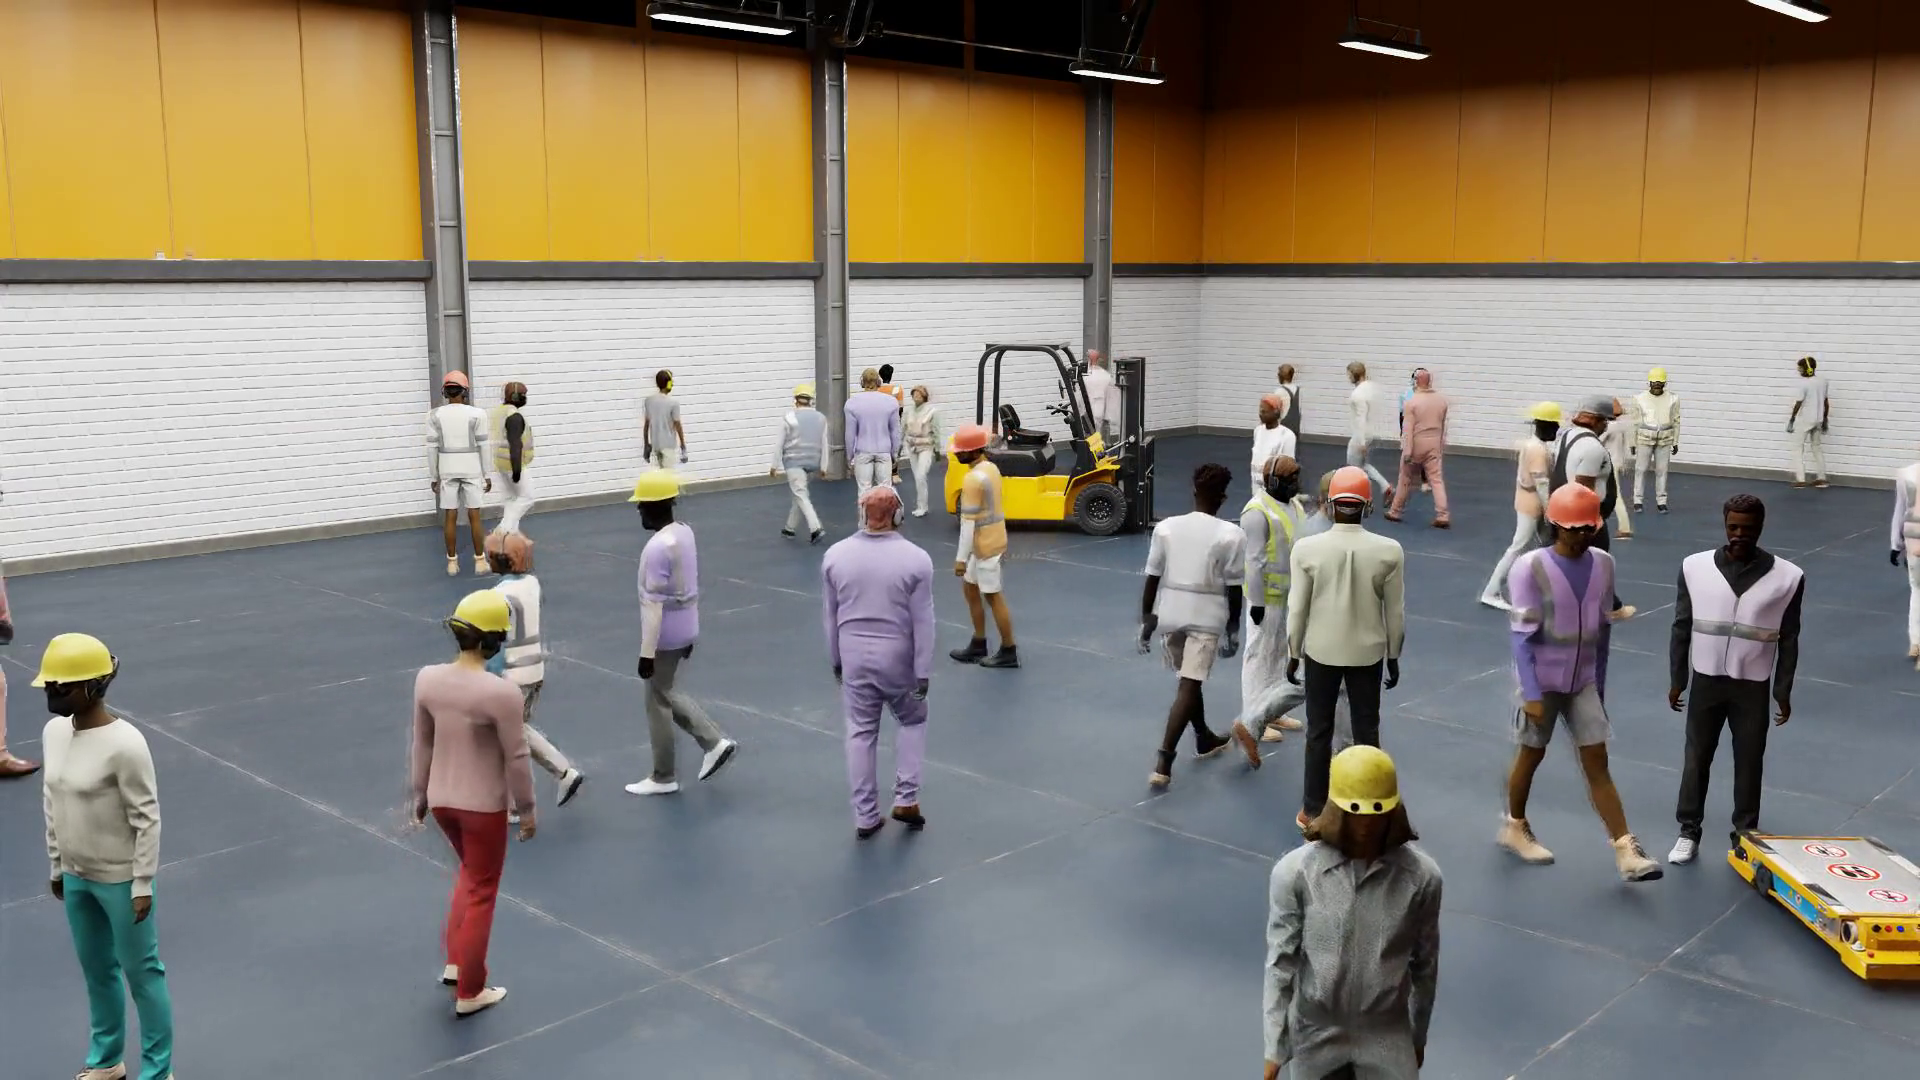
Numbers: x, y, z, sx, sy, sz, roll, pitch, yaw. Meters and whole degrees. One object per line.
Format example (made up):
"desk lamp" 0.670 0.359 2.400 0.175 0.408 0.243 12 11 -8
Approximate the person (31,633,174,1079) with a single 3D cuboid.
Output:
"person" -3.073 1.194 5.941 0.526 1.768 0.331 5 10 26

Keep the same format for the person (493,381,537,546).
"person" -4.847 -0.812 18.088 0.436 1.824 0.630 -6 11 -31

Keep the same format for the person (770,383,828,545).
"person" -1.733 -0.842 18.422 0.609 1.773 0.924 -7 12 -38

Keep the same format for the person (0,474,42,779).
"person" -5.862 0.509 9.859 0.836 1.863 0.665 -3 10 -16

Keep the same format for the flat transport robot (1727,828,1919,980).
"flat transport robot" 4.175 1.655 7.691 0.652 0.197 1.431 0 9 3

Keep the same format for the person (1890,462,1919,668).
"person" 7.524 0.062 12.719 0.703 1.818 0.652 -9 13 -43

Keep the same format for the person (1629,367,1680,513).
"person" 8.638 -1.238 20.695 0.591 1.825 0.403 2 9 11

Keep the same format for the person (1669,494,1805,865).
"person" 3.907 0.714 8.421 0.592 1.919 0.392 4 10 25

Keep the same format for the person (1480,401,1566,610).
"person" 5.103 -0.284 14.695 0.951 1.882 0.595 4 10 23

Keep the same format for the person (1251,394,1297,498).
"person" 2.987 -0.449 15.703 0.640 1.869 0.592 -5 10 -26

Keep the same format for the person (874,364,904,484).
"person" -1.036 -1.635 23.522 0.531 1.694 0.320 3 10 18

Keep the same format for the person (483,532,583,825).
"person" -2.375 0.759 9.059 0.432 1.626 0.519 1 9 7

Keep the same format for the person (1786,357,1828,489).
"person" 11.760 -1.616 22.990 0.584 1.833 0.360 -3 10 -18

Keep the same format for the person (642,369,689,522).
"person" -3.469 -1.087 19.663 0.537 1.849 0.480 5 11 30

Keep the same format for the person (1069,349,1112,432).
"person" 1.912 -1.811 24.007 0.653 1.884 0.712 -6 11 -34

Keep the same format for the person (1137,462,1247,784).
"person" 1.381 0.485 9.967 0.601 1.902 1.036 7 12 36

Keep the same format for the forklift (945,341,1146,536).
"forklift" 0.977 -1.223 19.452 2.313 2.155 1.214 2 9 11

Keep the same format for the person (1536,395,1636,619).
"person" 5.314 -0.313 14.346 1.060 2.000 0.690 -1 9 -7

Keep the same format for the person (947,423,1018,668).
"person" 0.143 0.052 12.551 0.653 1.892 0.579 2 9 11

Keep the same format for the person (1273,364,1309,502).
"person" 4.282 -1.410 21.831 0.527 1.795 0.961 -6 11 -30

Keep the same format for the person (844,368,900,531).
"person" -0.978 -0.948 18.571 0.627 1.933 0.372 -2 9 -11

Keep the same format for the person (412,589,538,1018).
"person" -1.960 1.064 6.786 0.541 1.743 0.444 4 10 25

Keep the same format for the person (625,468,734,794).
"person" -1.651 0.538 9.525 0.513 1.908 0.596 1 9 5

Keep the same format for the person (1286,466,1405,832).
"person" 2.051 0.601 8.881 0.622 1.994 0.381 1 9 5

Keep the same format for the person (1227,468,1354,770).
"person" 2.066 0.504 9.808 0.952 1.900 0.634 4 10 21

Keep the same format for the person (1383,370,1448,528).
"person" 5.461 -1.084 19.662 0.666 1.855 1.017 -4 10 -21

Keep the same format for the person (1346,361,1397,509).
"person" 5.041 -1.263 20.556 0.623 1.911 0.663 4 10 25

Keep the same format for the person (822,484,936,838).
"person" -0.416 0.645 8.926 0.644 1.890 0.511 2 10 14

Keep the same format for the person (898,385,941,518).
"person" -0.520 -1.088 20.379 0.552 1.614 0.590 7 11 36

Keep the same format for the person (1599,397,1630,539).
"person" 7.241 -0.819 18.807 0.842 1.591 0.502 8 12 40

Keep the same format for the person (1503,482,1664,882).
"person" 3.029 0.718 8.165 0.625 1.988 0.984 -3 10 -15

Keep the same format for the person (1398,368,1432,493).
"person" 6.227 -1.493 22.620 0.540 1.698 0.317 5 11 29

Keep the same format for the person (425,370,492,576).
"person" -4.952 -0.659 16.487 0.605 2.034 0.393 -1 9 -7

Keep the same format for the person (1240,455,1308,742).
"person" 2.054 0.364 10.802 0.430 1.845 0.624 7 12 38

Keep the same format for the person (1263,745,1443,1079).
"person" 1.096 1.421 4.660 0.500 1.724 0.577 1 9 8
